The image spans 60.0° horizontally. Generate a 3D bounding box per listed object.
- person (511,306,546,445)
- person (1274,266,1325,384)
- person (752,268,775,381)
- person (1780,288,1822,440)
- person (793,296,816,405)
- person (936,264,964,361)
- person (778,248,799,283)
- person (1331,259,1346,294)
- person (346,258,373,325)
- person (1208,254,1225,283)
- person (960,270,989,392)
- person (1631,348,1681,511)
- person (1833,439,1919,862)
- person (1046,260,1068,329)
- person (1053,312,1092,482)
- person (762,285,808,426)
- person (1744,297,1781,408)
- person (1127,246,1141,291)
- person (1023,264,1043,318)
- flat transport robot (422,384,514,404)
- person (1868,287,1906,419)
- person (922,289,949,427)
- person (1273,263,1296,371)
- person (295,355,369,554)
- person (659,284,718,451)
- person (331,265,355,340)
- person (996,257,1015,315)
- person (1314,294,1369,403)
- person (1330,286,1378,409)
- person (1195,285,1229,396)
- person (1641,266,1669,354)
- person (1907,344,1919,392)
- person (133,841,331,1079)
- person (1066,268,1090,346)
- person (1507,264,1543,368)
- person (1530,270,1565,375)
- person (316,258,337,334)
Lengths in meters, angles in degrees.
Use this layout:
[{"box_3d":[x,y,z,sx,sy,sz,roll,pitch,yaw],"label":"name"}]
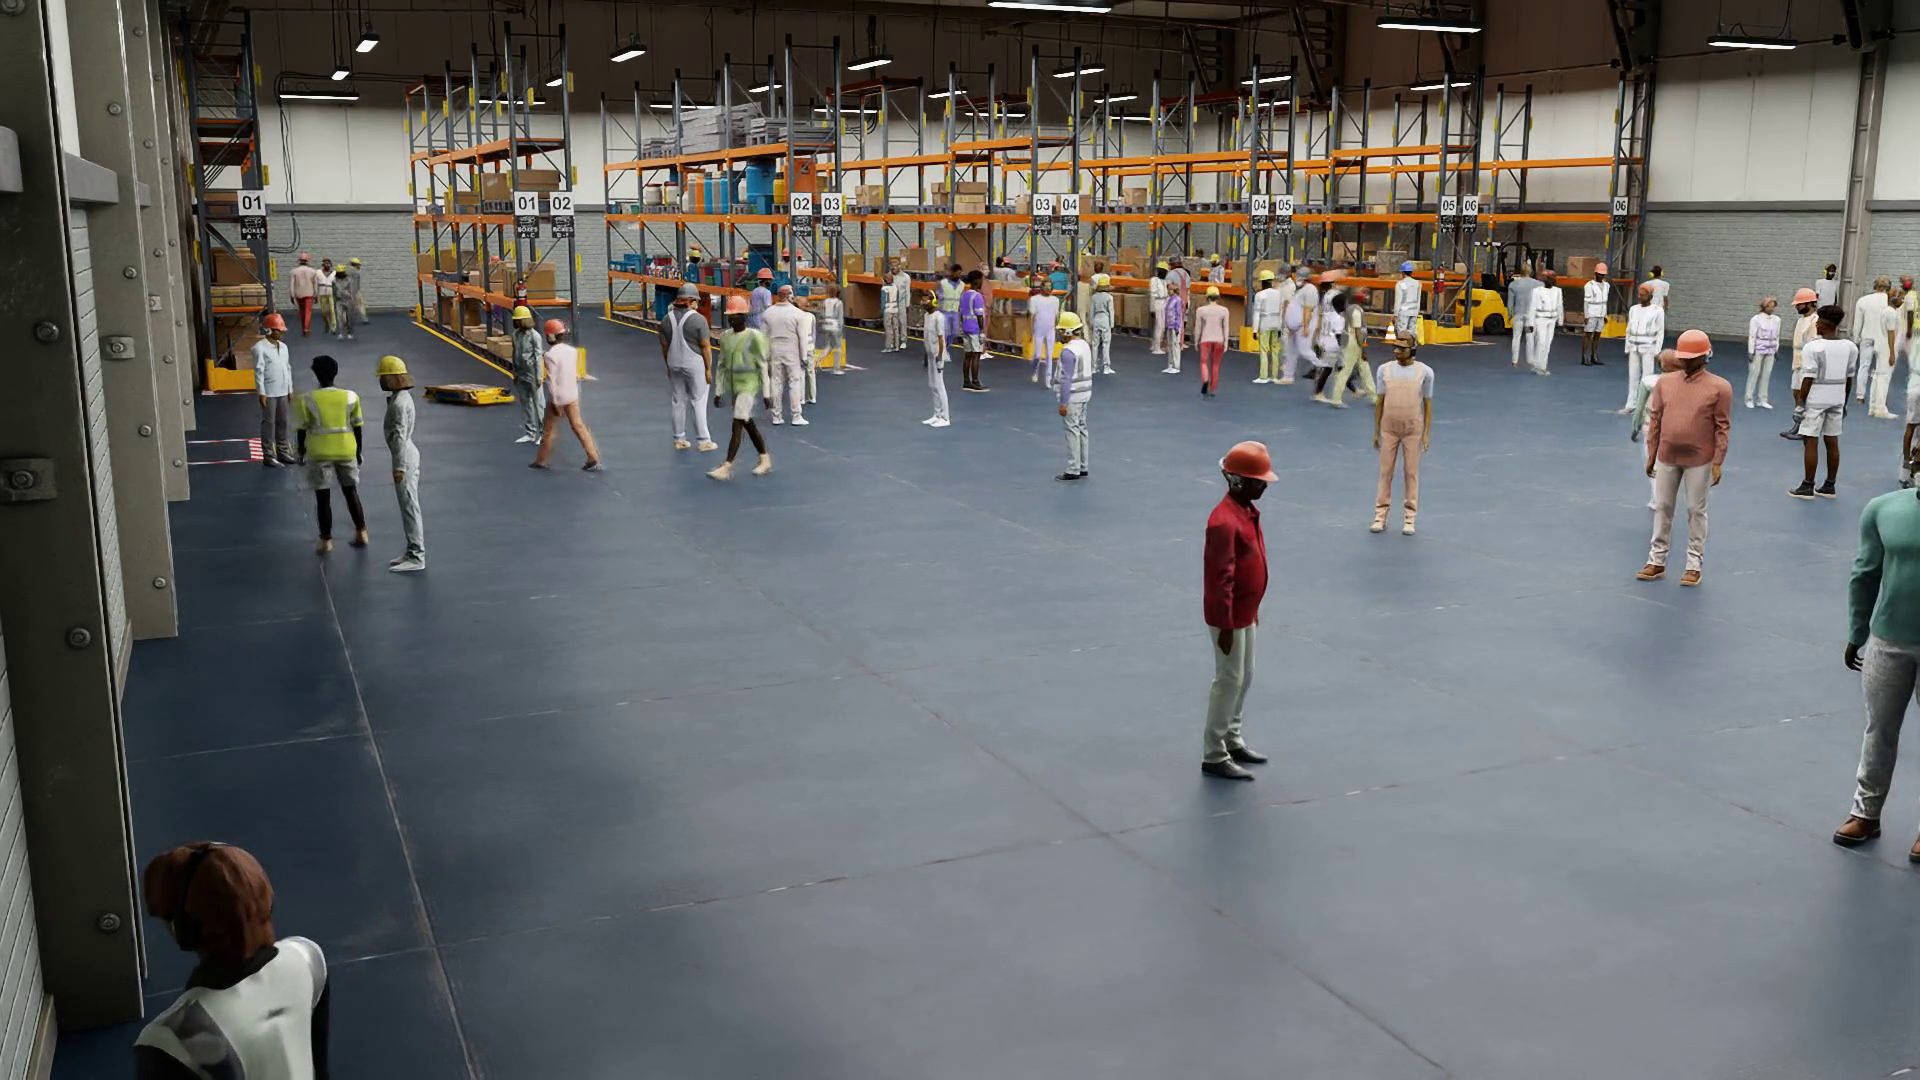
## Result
[{"box_3d":[-5.396,-2.051,20.761,0.498,1.732,0.379,8,13,34],"label":"person"},{"box_3d":[5.749,-3.597,27.810,0.744,2.000,0.706,-2,11,-10],"label":"person"},{"box_3d":[-3.353,-3.708,28.638,0.375,1.935,0.551,-8,14,-35],"label":"person"},{"box_3d":[10.731,-2.234,21.195,0.389,1.924,0.549,1,11,4],"label":"person"},{"box_3d":[-2.370,-2.845,25.010,0.314,1.640,0.516,10,15,43],"label":"person"},{"box_3d":[-0.226,-4.436,32.476,0.689,1.884,0.509,-7,13,-30],"label":"person"},{"box_3d":[-4.359,-6.356,41.958,0.622,1.989,0.399,-2,11,-10],"label":"person"},{"box_3d":[10.308,-6.848,45.387,0.521,1.613,0.366,-7,13,-32],"label":"person"},{"box_3d":[-15.549,-6.392,42.845,0.526,1.701,0.836,9,14,39],"label":"person"},{"box_3d":[6.634,-6.502,43.154,0.403,1.820,0.594,-5,12,-23],"label":"person"},{"box_3d":[0.231,-3.384,26.917,0.361,1.964,0.613,-6,13,-28],"label":"person"},{"box_3d":[6.701,-1.021,15.830,0.509,1.607,0.784,0,11,2],"label":"person"},{"box_3d":[4.285,0.468,7.412,0.356,1.938,0.633,-10,15,-43],"label":"person"},{"box_3d":[2.371,-5.897,40.288,0.584,1.727,0.523,-1,11,-6],"label":"person"},{"box_3d":[1.205,-1.538,17.911,0.404,1.823,0.590,5,12,22],"label":"person"},{"box_3d":[-2.349,-2.503,22.593,0.654,1.906,0.407,4,12,20],"label":"person"},{"box_3d":[11.889,-2.766,24.619,0.519,1.639,0.311,-3,12,-14],"label":"person"},{"box_3d":[5.633,-8.728,54.479,0.714,1.816,0.641,11,15,43],"label":"person"},{"box_3d":[1.760,-5.726,39.510,0.532,1.696,0.319,5,12,25],"label":"person"},{"box_3d":[-7.536,-2.246,25.458,1.431,0.197,0.652,9,14,38],"label":"flat transport robot"},{"box_3d":[13.031,-2.620,23.360,0.345,1.840,0.504,3,11,13],"label":"person"},{"box_3d":[-0.347,-2.459,22.527,0.372,1.855,0.529,-4,12,-22],"label":"person"},{"box_3d":[5.877,-4.126,30.500,0.533,2.000,0.828,0,11,-1],"label":"person"},{"box_3d":[-5.345,-0.726,14.119,0.545,1.687,0.412,-9,15,-40],"label":"person"},{"box_3d":[-3.270,-2.109,20.249,0.673,2.000,0.535,5,12,25],"label":"person"},{"box_3d":[-14.038,-5.406,37.876,0.501,1.690,0.921,-2,11,-10],"label":"person"},{"box_3d":[1.133,-6.517,43.449,0.595,1.717,0.829,-5,12,-23],"label":"person"},{"box_3d":[5.802,-2.882,25.151,0.868,1.647,0.549,4,12,18],"label":"person"},{"box_3d":[5.901,-2.801,24.365,0.939,1.796,0.596,3,12,17],"label":"person"},{"box_3d":[3.956,-3.116,26.114,0.526,1.752,0.478,1,11,7],"label":"person"},{"box_3d":[13.753,-4.507,32.950,0.582,1.843,0.450,8,14,35],"label":"person"},{"box_3d":[10.427,-1.562,17.810,0.496,1.901,0.626,5,12,25],"label":"person"},{"box_3d":[-1.457,1.404,3.427,0.310,1.636,0.522,3,11,14],"label":"person"},{"box_3d":[2.527,-4.954,35.580,0.568,1.707,0.917,-5,12,-24],"label":"person"},{"box_3d":[10.521,-4.172,31.006,0.627,1.936,0.374,5,12,25],"label":"person"},{"box_3d":[10.450,-3.847,29.536,0.580,1.870,0.526,-3,12,-17],"label":"person"},{"box_3d":[-15.139,-5.855,39.853,0.577,1.822,0.763,-4,12,-18],"label":"person"}]
